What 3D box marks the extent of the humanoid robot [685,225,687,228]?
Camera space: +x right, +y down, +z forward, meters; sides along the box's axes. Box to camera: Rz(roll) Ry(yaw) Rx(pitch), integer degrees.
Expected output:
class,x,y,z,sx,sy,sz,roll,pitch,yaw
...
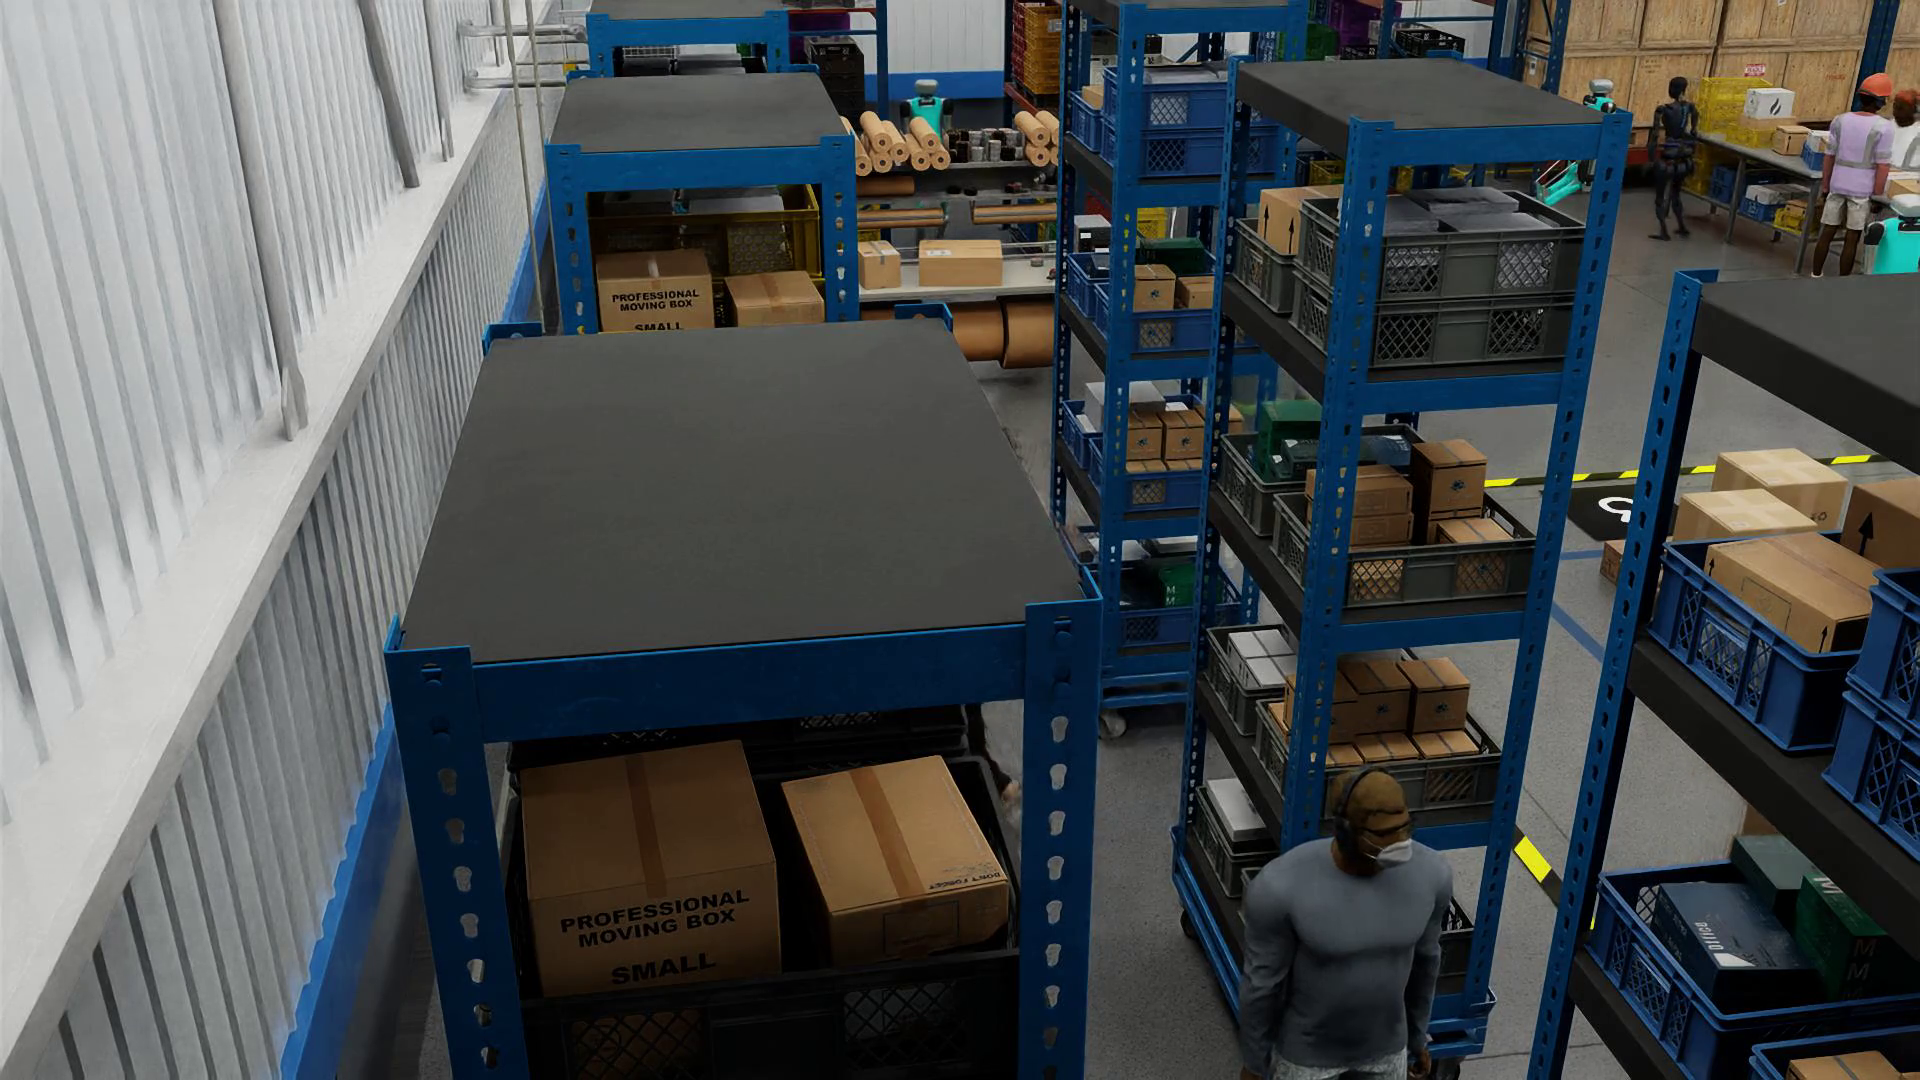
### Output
class,x,y,z,sx,sy,sz,roll,pitch,yaw
humanoid robot,-2.658,-3.320,15.844,0.628,1.626,0.454,-1,25,-3

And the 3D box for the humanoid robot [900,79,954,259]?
class,x,y,z,sx,sy,sz,roll,pitch,yaw
humanoid robot,-0.287,-3.501,16.277,0.540,1.889,0.724,-3,25,-7

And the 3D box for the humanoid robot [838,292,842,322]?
class,x,y,z,sx,sy,sz,roll,pitch,yaw
humanoid robot,-0.945,-1.176,11.163,0.601,1.641,0.505,-20,31,-37

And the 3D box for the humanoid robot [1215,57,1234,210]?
class,x,y,z,sx,sy,sz,roll,pitch,yaw
humanoid robot,2.984,-4.496,18.379,0.354,1.642,0.584,-8,26,-17

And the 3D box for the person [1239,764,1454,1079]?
class,x,y,z,sx,sy,sz,roll,pitch,yaw
person,1.135,1.516,5.003,0.633,1.939,0.361,-5,25,-11

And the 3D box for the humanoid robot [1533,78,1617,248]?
class,x,y,z,sx,sy,sz,roll,pitch,yaw
humanoid robot,5.984,-3.686,16.437,0.741,1.689,0.533,-2,25,-4

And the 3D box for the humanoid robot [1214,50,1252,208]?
class,x,y,z,sx,sy,sz,roll,pitch,yaw
humanoid robot,2.824,-4.423,18.156,0.874,1.753,0.579,-7,26,-15

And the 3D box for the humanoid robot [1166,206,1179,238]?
class,x,y,z,sx,sy,sz,roll,pitch,yaw
humanoid robot,2.267,-3.747,16.529,0.533,1.674,0.736,4,25,10

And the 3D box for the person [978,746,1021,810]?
class,x,y,z,sx,sy,sz,roll,pitch,yaw
person,0.026,0.340,7.589,0.645,1.919,0.858,-21,32,-38

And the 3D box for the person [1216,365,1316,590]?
class,x,y,z,sx,sy,sz,roll,pitch,yaw
person,1.755,-0.585,9.686,0.613,1.839,0.415,0,25,1

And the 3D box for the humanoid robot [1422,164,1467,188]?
class,x,y,z,sx,sy,sz,roll,pitch,yaw
humanoid robot,3.999,-2.546,14.151,0.552,1.634,0.600,-14,28,-28

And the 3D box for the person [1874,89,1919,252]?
class,x,y,z,sx,sy,sz,roll,pitch,yaw
person,8.801,-3.281,15.537,0.756,1.855,0.579,-8,26,-18

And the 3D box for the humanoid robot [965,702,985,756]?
class,x,y,z,sx,sy,sz,roll,pitch,yaw
humanoid robot,-0.137,0.924,6.634,0.598,1.639,0.649,-14,28,-27

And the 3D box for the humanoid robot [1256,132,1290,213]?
class,x,y,z,sx,sy,sz,roll,pitch,yaw
humanoid robot,2.970,-3.484,15.954,0.533,1.677,0.735,0,25,-1

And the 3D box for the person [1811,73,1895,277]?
class,x,y,z,sx,sy,sz,roll,pitch,yaw
person,8.132,-3.202,15.139,0.369,2.044,0.605,-14,28,-28

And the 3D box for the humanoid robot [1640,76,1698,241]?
class,x,y,z,sx,sy,sz,roll,pitch,yaw
humanoid robot,7.354,-3.938,17.191,0.612,1.638,0.417,-8,26,-16

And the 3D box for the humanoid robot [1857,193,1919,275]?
class,x,y,z,sx,sy,sz,roll,pitch,yaw
humanoid robot,6.652,-1.545,11.736,0.533,1.681,0.735,0,25,0
